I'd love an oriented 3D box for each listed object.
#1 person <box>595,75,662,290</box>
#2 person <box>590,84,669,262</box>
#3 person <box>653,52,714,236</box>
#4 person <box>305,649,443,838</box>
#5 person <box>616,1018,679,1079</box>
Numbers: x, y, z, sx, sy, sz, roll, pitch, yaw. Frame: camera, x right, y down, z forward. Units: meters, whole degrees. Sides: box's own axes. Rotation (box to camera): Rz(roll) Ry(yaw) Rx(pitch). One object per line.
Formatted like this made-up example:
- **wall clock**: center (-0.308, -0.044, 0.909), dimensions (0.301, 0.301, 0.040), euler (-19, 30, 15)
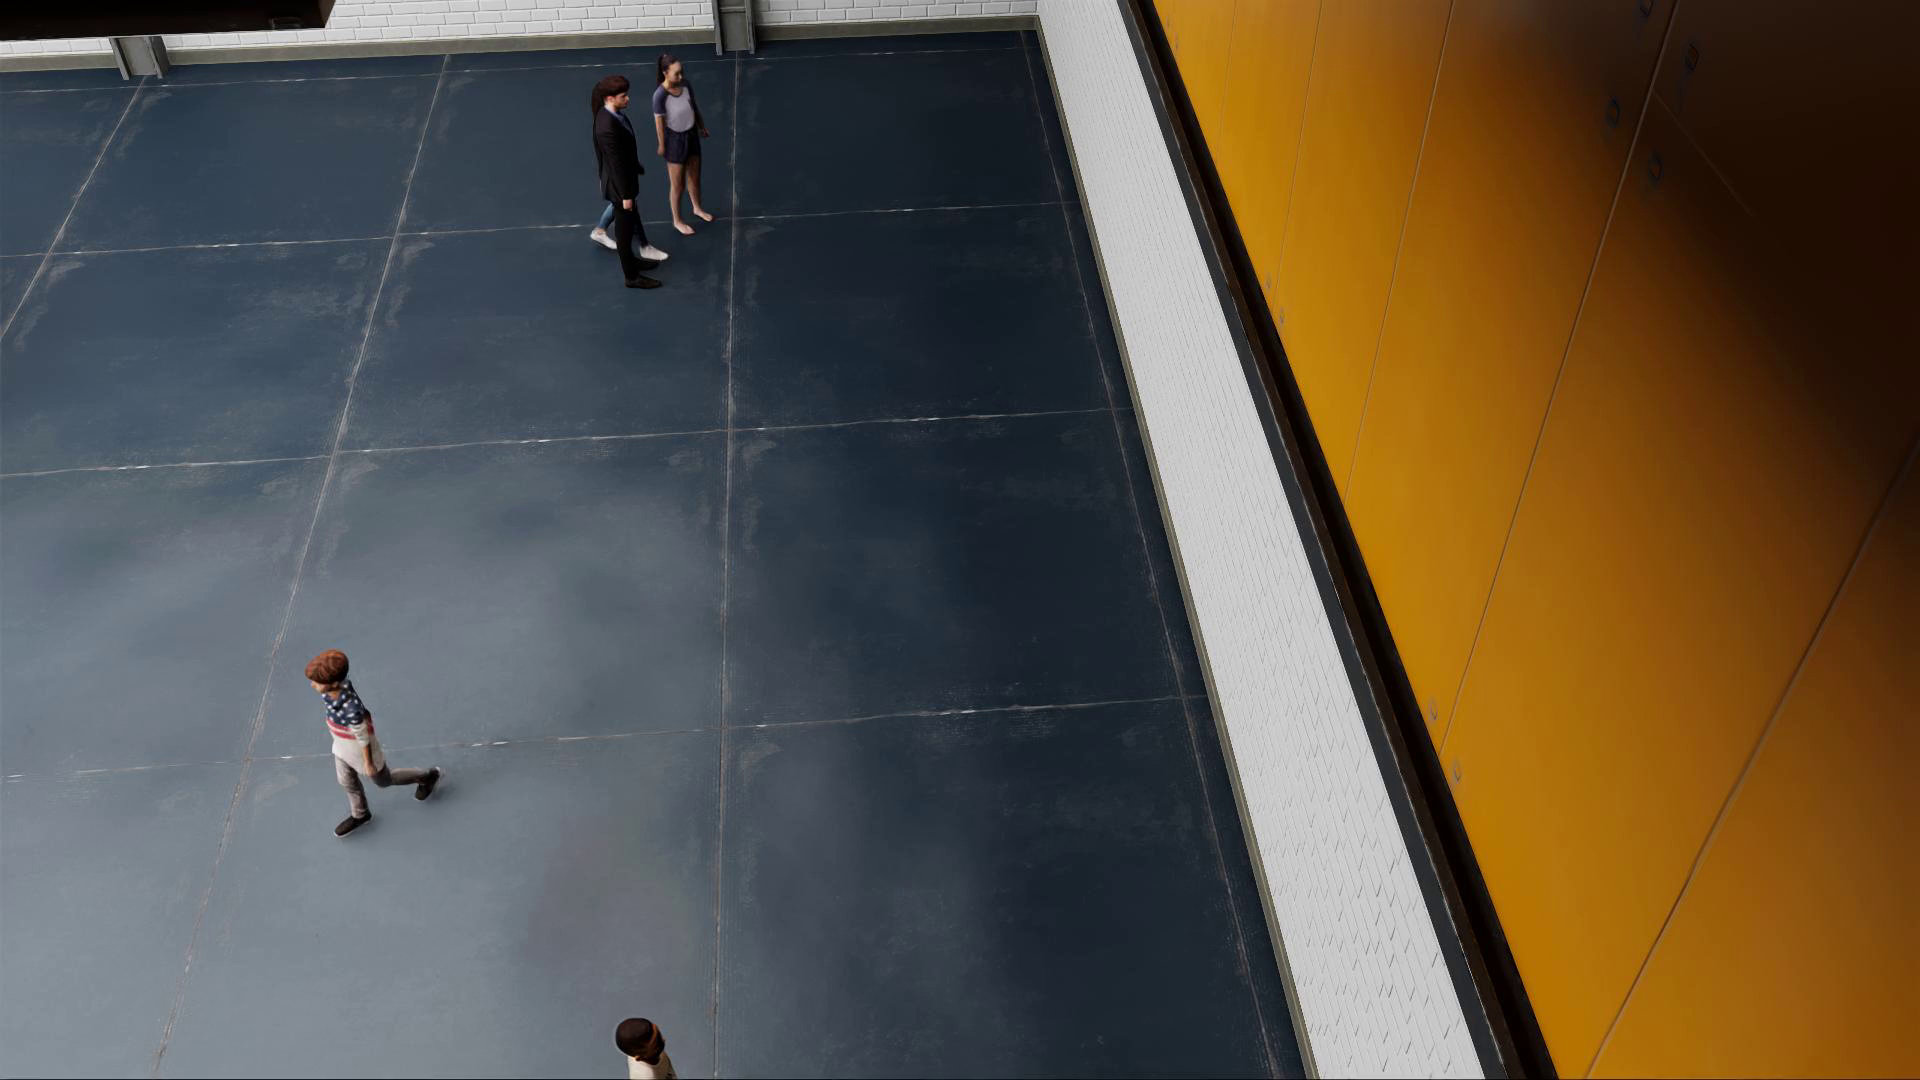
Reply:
- **person**: center (-2.798, -2.957, 13.722), dimensions (0.623, 1.883, 0.705), euler (-7, 44, -8)
- **person**: center (-2.963, -3.127, 14.084), dimensions (0.995, 1.629, 0.694), euler (4, 44, 4)
- **person**: center (-2.441, -3.449, 14.411), dimensions (0.723, 1.647, 0.688), euler (25, 49, 24)
- **person**: center (-3.475, 1.156, 9.741), dimensions (0.976, 1.418, 0.858), euler (-32, 52, -29)
- **person**: center (-1.464, 2.737, 8.049), dimensions (0.562, 1.464, 0.599), euler (-12, 45, -13)
